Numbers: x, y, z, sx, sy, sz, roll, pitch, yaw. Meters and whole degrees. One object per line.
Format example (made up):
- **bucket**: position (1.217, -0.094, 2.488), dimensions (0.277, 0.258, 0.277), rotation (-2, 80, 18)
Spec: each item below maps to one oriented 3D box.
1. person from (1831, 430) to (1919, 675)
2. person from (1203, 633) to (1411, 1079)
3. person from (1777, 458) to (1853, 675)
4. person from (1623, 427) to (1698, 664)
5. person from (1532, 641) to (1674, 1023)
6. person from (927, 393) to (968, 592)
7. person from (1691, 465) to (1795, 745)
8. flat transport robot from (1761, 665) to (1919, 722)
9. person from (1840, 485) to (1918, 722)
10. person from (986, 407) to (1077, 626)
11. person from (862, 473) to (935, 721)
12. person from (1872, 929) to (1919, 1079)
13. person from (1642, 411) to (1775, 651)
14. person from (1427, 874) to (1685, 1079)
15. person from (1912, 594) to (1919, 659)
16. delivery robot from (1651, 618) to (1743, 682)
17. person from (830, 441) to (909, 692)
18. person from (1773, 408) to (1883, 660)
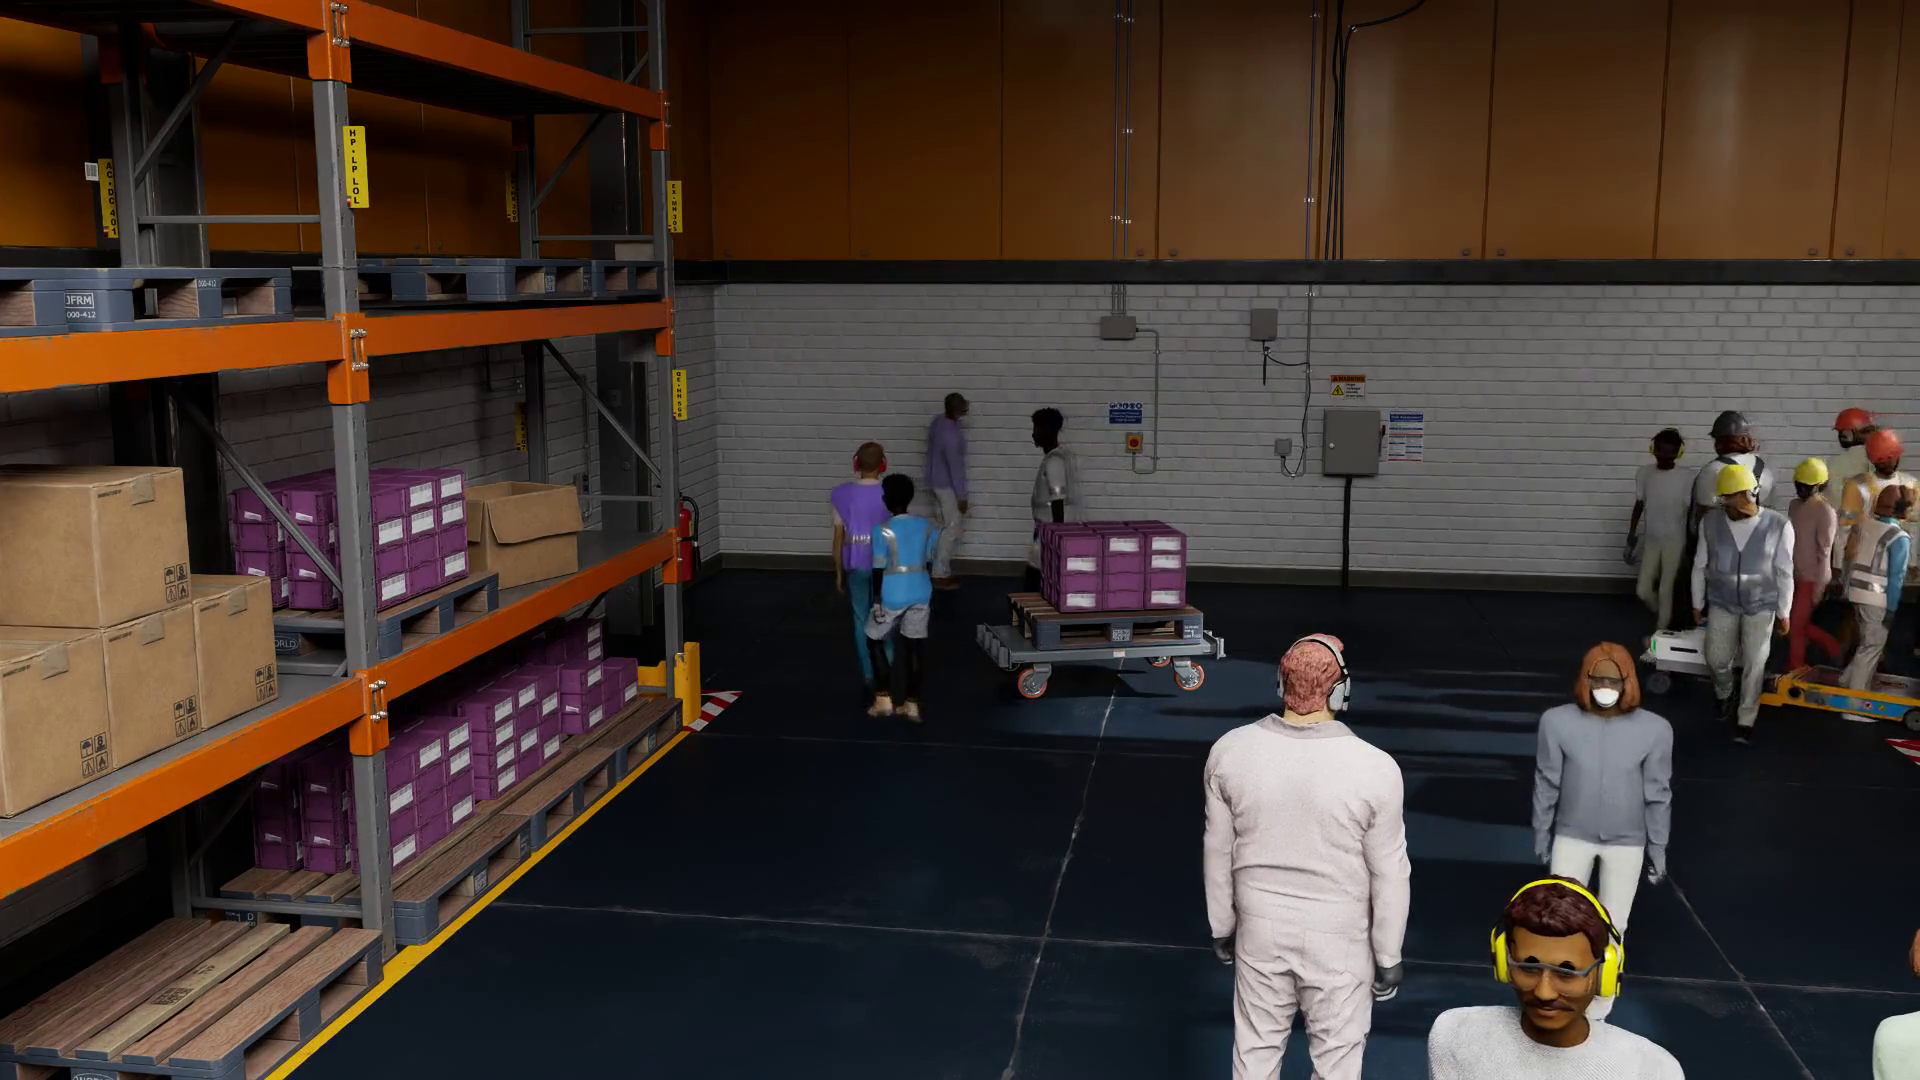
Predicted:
- **person**: position (6.644, 0.144, 12.117), dimensions (0.666, 1.893, 0.667), rotation (-1, 9, -6)
- **person**: position (1.101, 1.236, 5.282), dimensions (0.651, 1.906, 0.409), rotation (5, 10, 28)
- **person**: position (6.070, 0.266, 11.791), dimensions (0.604, 1.742, 0.534), rotation (0, 9, -1)
- **person**: position (5.492, 0.030, 12.939), dimensions (0.572, 1.844, 0.595), rotation (-8, 12, -41)
- **person**: position (2.492, 1.186, 6.483), dimensions (0.500, 1.621, 0.373), rotation (3, 10, 17)
- **person**: position (-0.140, -0.460, 15.818), dimensions (0.378, 1.894, 0.712), rotation (-3, 10, -17)
- **person**: position (5.064, 0.399, 10.773), dimensions (0.616, 1.802, 0.515), rotation (6, 11, 31)
- **flat transport robot**: position (6.252, 1.067, 11.360), dimensions (1.431, 0.197, 0.652), rotation (8, 12, 40)
- **person**: position (6.150, 0.428, 11.178), dimensions (0.384, 1.612, 0.522), rotation (0, 9, 2)
- **person**: position (0.639, -0.108, 13.484), dimensions (0.955, 1.922, 0.619), rotation (2, 9, 12)
- **person**: position (-0.423, 0.385, 11.211), dimensions (0.547, 1.685, 0.446), rotation (-6, 11, -35)
- **person**: position (2.331, 1.596, 3.905), dimensions (0.497, 1.633, 0.285), rotation (-1, 9, -7)
- **person**: position (5.720, -0.005, 12.527), dimensions (0.691, 2.000, 0.978), rotation (-3, 10, -15)
- **person**: position (1.150, 1.571, 3.333), dimensions (0.514, 1.872, 0.328), rotation (4, 10, 21)
- **person**: position (7.590, 0.052, 12.777), dimensions (0.342, 1.846, 0.509), rotation (1, 9, 9)
- **delivery robot**: position (5.321, 0.797, 11.861), dimensions (0.707, 0.478, 0.477), rotation (6, 11, 33)
- **person**: position (-0.640, 0.212, 11.897), dimensions (0.575, 1.817, 0.748), rotation (0, 9, 1)
- **person**: position (7.022, -0.074, 13.229), dimensions (0.610, 1.947, 0.952), rotation (-2, 9, -12)
